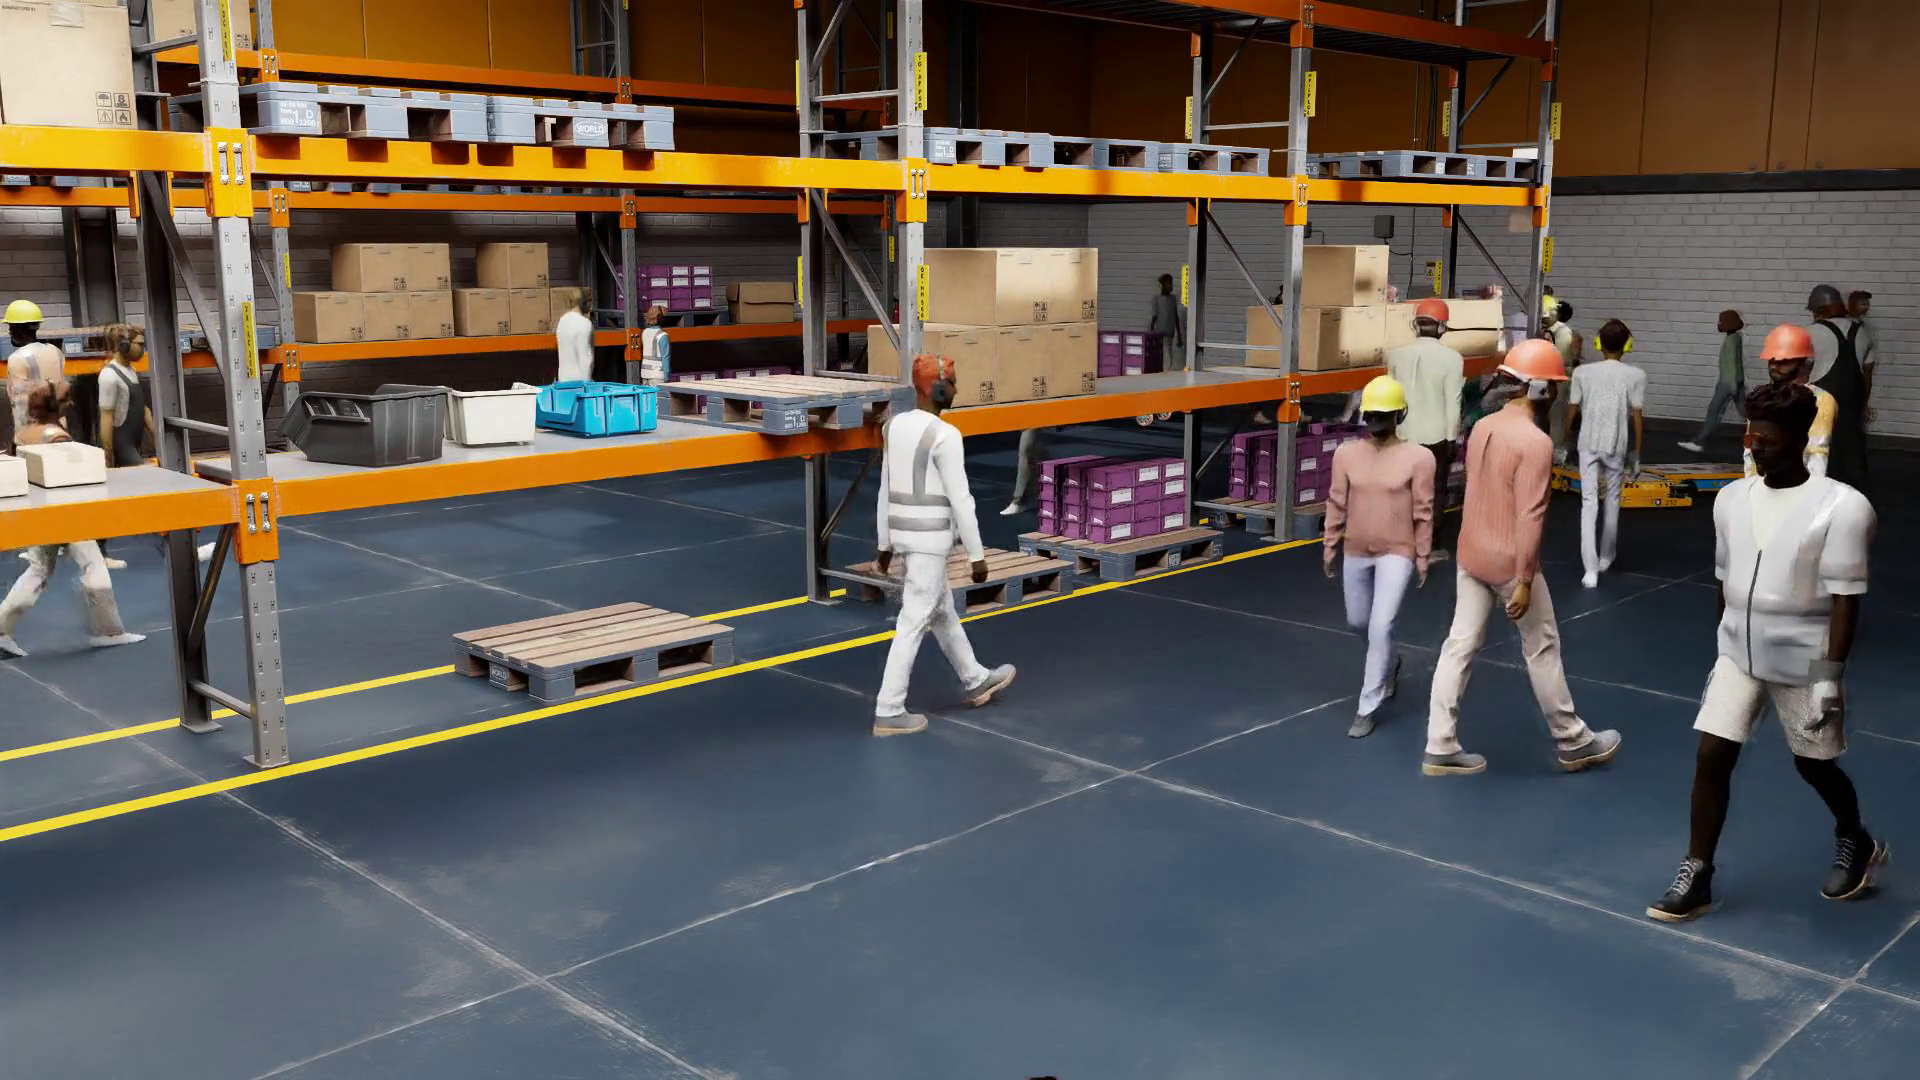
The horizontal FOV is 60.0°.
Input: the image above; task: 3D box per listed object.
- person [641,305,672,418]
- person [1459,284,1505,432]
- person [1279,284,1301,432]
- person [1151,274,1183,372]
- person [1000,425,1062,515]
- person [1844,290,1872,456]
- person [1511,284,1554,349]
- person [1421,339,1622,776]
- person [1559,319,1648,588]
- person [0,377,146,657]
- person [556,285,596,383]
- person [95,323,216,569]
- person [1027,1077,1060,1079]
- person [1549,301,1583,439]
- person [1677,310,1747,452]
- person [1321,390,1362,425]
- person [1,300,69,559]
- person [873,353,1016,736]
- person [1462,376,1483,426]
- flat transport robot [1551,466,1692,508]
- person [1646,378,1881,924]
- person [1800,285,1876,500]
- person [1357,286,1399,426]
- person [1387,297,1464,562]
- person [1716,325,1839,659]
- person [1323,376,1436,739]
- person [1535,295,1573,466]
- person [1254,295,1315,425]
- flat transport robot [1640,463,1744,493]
[{"bbox_3d":[-3.391,-1.802,18.596,0.319,1.628,0.509,-9,13,-39],"label":"person"},{"bbox_3d":[5.711,-1.875,18.327,0.649,1.886,0.642,-3,11,-16],"label":"person"},{"bbox_3d":[3.822,-2.040,19.268,0.316,1.861,0.514,0,10,1],"label":"person"},{"bbox_3d":[3.023,-3.039,24.745,0.519,1.847,0.813,-9,14,-41],"label":"person"},{"bbox_3d":[0.678,-1.197,14.608,0.946,1.896,0.586,-9,14,-42],"label":"person"},{"bbox_3d":[9.663,-1.833,18.270,0.565,1.816,0.728,-9,13,-39],"label":"person"},{"bbox_3d":[5.989,-1.730,17.460,0.442,1.900,0.608,-2,11,-13],"label":"person"},{"bbox_3d":[2.520,0.089,7.389,0.983,1.944,0.618,-3,11,-15],"label":"person"},{"bbox_3d":[4.467,-0.618,11.600,0.542,1.819,0.957,4,11,22],"label":"person"},{"bbox_3d":[-5.225,-0.127,9.530,0.524,1.605,0.829,10,15,44],"label":"person"},{"bbox_3d":[-3.660,-1.521,16.254,0.583,1.919,0.667,-8,13,-37],"label":"person"},{"bbox_3d":[-5.910,-0.657,11.943,0.965,1.780,0.496,-3,11,-16],"label":"person"},{"bbox_3d":[0.078,1.210,1.093,0.647,2.017,0.792,8,13,37],"label":"person"},{"bbox_3d":[6.752,-1.844,18.672,0.713,1.677,0.535,-5,12,-27],"label":"person"},{"bbox_3d":[8.492,-1.728,18.310,0.921,1.585,0.518,8,13,35],"label":"person"},{"bbox_3d":[4.718,-2.170,19.734,1.037,1.937,0.644,10,14,42],"label":"person"},{"bbox_3d":[-6.892,-0.820,12.423,0.371,1.929,0.585,0,10,1],"label":"person"},{"bbox_3d":[-0.056,0.010,8.139,0.976,1.834,0.593,-6,12,-31],"label":"person"},{"bbox_3d":[5.258,-1.674,17.631,0.793,1.710,0.594,6,12,29],"label":"person"},{"bbox_3d":[5.992,-0.502,15.211,0.652,0.197,1.431,-2,11,-8],"label":"flat transport robot"},{"bbox_3d":[2.928,0.388,5.859,0.962,1.930,0.616,-6,12,-30],"label":"person"},{"bbox_3d":[7.520,-1.248,14.447,0.765,2.000,1.024,-1,10,-8],"label":"person"},{"bbox_3d":[4.602,-1.817,18.072,0.651,1.864,0.948,8,13,38],"label":"person"},{"bbox_3d":[3.308,-0.774,12.089,0.627,1.971,0.819,10,14,44],"label":"person"},{"bbox_3d":[4.532,-0.231,9.251,0.669,1.913,0.562,-7,12,-32],"label":"person"},{"bbox_3d":[2.084,0.048,8.214,0.532,1.738,0.791,7,13,34],"label":"person"},{"bbox_3d":[5.967,-1.576,16.880,0.441,1.802,0.618,-3,11,-17],"label":"person"},{"bbox_3d":[4.118,-2.274,21.060,0.832,1.658,0.538,6,12,30],"label":"person"},{"bbox_3d":[6.973,-0.579,15.630,1.431,0.197,0.652,-2,11,-8],"label":"flat transport robot"}]
